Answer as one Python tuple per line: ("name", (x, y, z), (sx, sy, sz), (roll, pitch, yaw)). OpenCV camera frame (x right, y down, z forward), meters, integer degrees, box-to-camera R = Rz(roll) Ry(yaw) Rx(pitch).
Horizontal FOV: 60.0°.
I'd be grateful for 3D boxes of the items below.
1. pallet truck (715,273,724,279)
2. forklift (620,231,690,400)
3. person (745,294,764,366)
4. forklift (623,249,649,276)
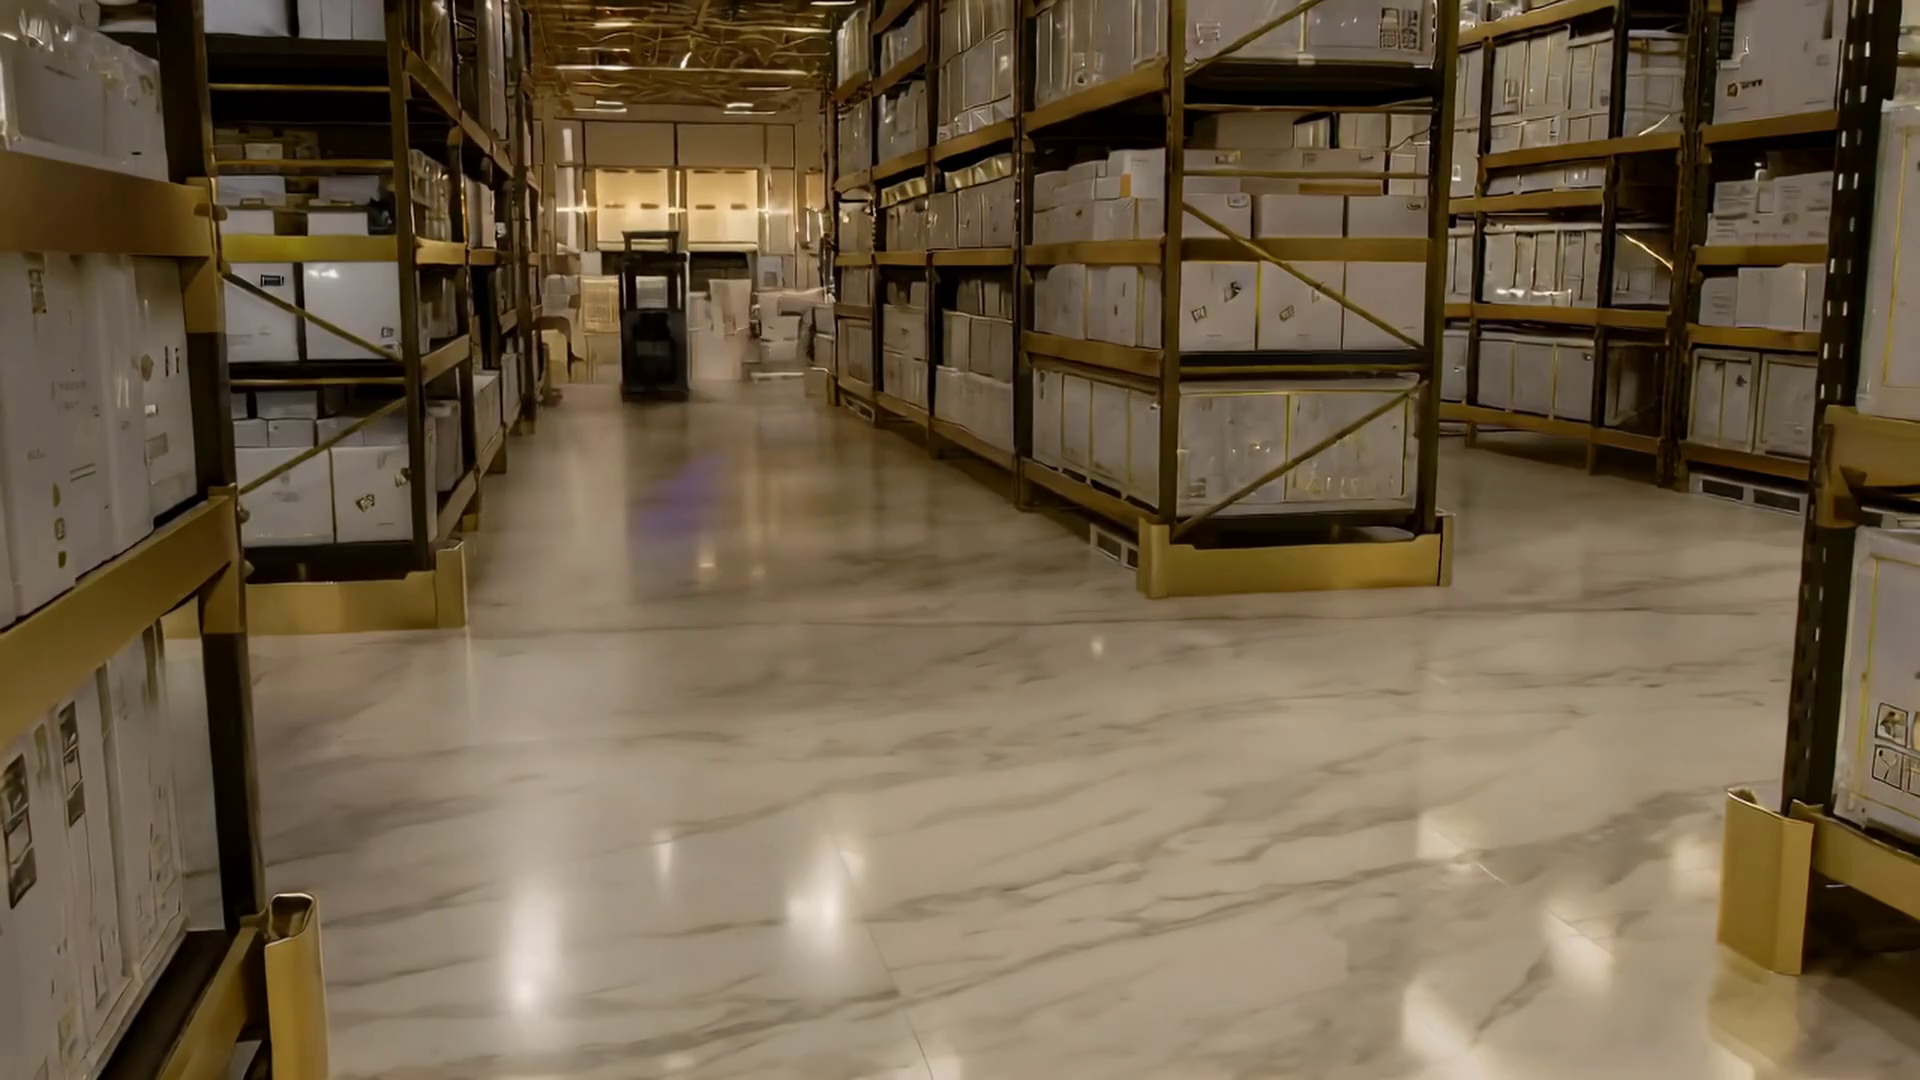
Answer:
("pallet truck", (-8.580, -8.986, 62.280), (1.885, 1.965, 0.823), (1, 9, 5))
("forklift", (-5.231, -3.843, 28.248), (1.129, 2.768, 1.873), (-2, 10, -12))
("person", (-4.677, -4.742, 37.569), (0.573, 1.620, 0.521), (-4, 10, -22))
("forklift", (-10.974, -8.474, 56.474), (1.129, 2.768, 1.873), (-1, 9, -8))
